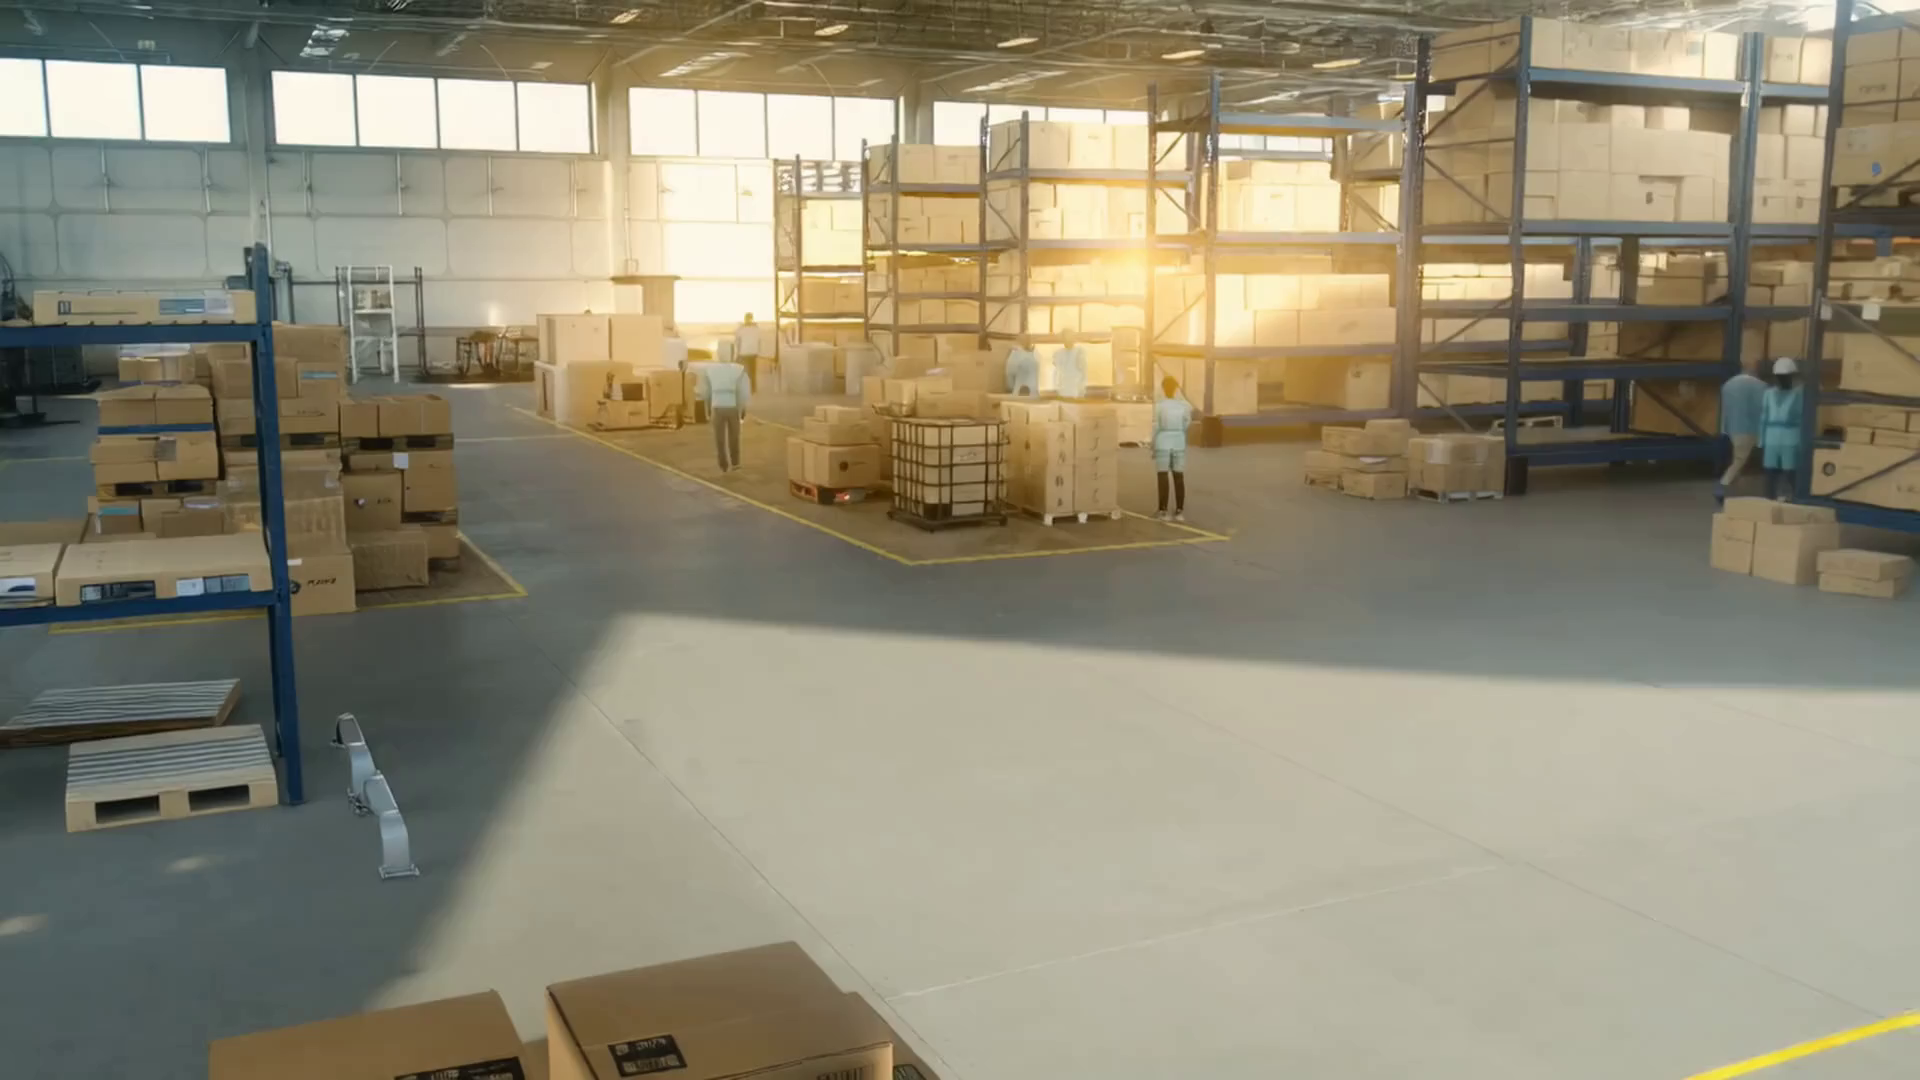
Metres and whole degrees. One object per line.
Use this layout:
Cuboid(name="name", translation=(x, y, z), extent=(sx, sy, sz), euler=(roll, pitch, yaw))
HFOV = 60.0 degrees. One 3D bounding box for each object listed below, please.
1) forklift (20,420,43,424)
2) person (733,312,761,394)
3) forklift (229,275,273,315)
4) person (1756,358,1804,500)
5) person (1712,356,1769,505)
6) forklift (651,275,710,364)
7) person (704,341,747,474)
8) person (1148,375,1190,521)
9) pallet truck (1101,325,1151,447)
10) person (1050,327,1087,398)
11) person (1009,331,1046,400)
Cuboid(name="forklift", translation=(-18.230, -3.475, 30.648), extent=(1.873, 2.768, 1.129), euler=(2, 9, 15))
Cuboid(name="person", translation=(-5.054, -4.444, 39.578), extent=(0.725, 1.923, 0.984), euler=(-4, 10, -22))
Cuboid(name="forklift", translation=(-17.115, -5.034, 40.322), extent=(1.129, 2.768, 1.873), euler=(-4, 10, -25))
Cuboid(name="person", translation=(9.503, -1.139, 19.138), extent=(0.619, 1.917, 0.550), euler=(-6, 11, -32))
Cuboid(name="person", translation=(9.734, -1.358, 20.660), extent=(0.958, 1.868, 0.655), euler=(-3, 10, -20))
Cuboid(name="forklift", translation=(-6.839, -4.753, 38.575), extent=(1.873, 2.768, 1.129), euler=(-4, 10, -25))
Cuboid(name="person", translation=(-3.378, -1.921, 24.037), extent=(0.621, 1.893, 0.789), euler=(0, 9, -1))
Cuboid(name="person", translation=(2.433, -1.067, 19.369), extent=(0.532, 1.697, 0.319), euler=(-4, 10, -26))
Cuboid(name="pallet truck", translation=(2.881, -2.596, 27.923), extent=(0.823, 1.965, 1.885), euler=(-1, 9, -7))
Cuboid(name="person", translation=(1.866, -2.689, 28.650), extent=(0.627, 1.944, 0.446), euler=(4, 10, 22))
Cuboid(name="person", translation=(1.197, -2.489, 27.516), extent=(0.662, 1.910, 0.832), euler=(-9, 13, -44))
